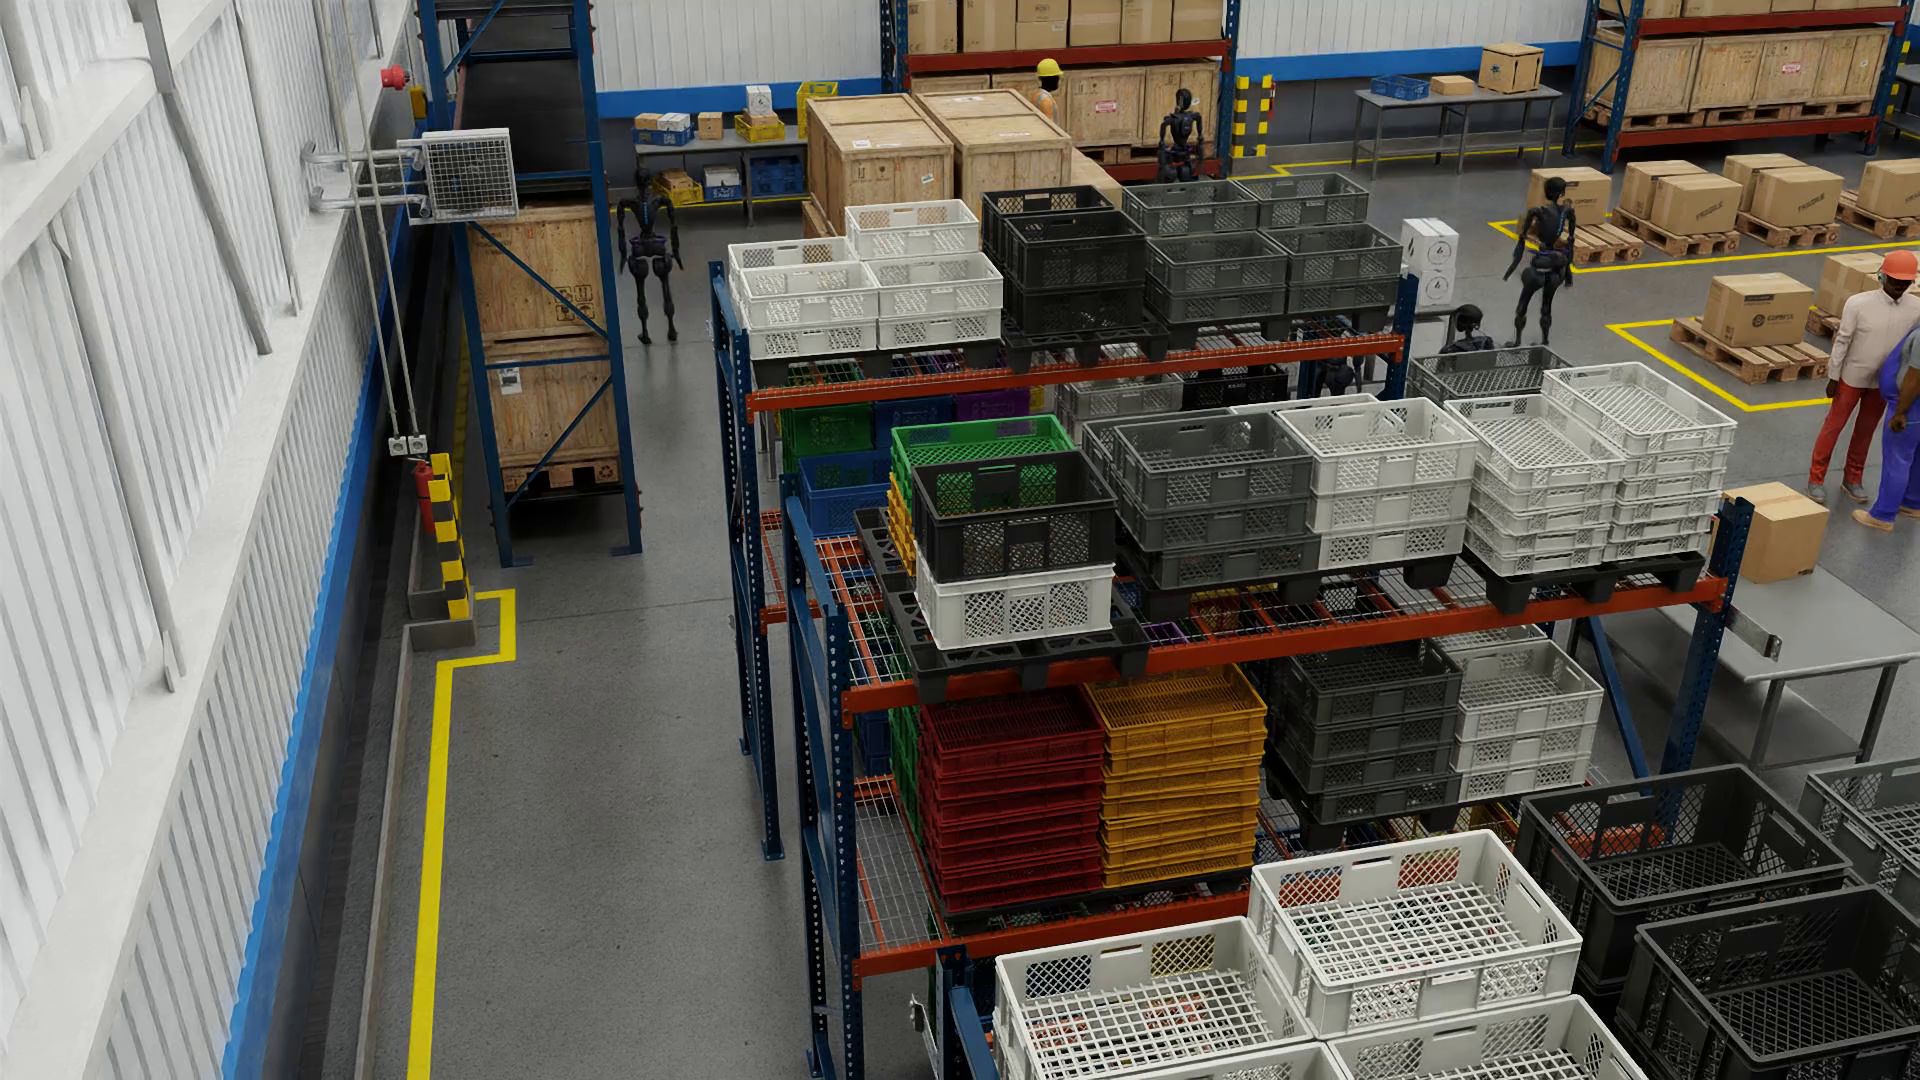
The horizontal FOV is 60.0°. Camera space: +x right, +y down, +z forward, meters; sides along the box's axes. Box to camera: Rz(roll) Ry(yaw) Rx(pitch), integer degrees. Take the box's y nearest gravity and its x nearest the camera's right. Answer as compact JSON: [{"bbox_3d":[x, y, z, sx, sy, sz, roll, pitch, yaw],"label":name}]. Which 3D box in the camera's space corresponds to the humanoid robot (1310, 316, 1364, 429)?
[{"bbox_3d":[2.964,-1.425,13.222,0.331,1.660,0.585,-21,34,-34],"label":"humanoid robot"}]

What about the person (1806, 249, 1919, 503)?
[{"bbox_3d":[6.838,-1.224,12.518,0.610,1.995,0.376,1,28,2],"label":"person"}]

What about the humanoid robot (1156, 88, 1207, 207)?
[{"bbox_3d":[2.444,-4.172,18.443,0.601,1.652,0.341,-11,30,-21],"label":"humanoid robot"}]

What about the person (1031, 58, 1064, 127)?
[{"bbox_3d":[0.962,-4.409,18.630,0.361,1.930,0.586,-5,28,-9],"label":"person"}]

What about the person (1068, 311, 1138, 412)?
[{"bbox_3d":[1.111,-1.389,12.948,0.583,1.882,0.345,15,31,26],"label":"person"}]

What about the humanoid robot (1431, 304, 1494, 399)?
[{"bbox_3d":[3.711,-0.944,12.334,0.599,1.648,0.369,-13,30,-22],"label":"humanoid robot"}]

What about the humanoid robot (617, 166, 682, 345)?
[{"bbox_3d":[-2.911,-2.677,15.612,0.567,1.647,0.404,-5,28,-9],"label":"humanoid robot"}]

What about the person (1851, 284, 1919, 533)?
[{"bbox_3d":[6.986,-1.057,12.153,0.682,2.000,0.536,-17,32,-30],"label":"person"}]

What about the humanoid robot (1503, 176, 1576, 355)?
[{"bbox_3d":[5.360,-2.528,15.325,0.646,1.648,0.403,-10,29,-18],"label":"humanoid robot"}]
